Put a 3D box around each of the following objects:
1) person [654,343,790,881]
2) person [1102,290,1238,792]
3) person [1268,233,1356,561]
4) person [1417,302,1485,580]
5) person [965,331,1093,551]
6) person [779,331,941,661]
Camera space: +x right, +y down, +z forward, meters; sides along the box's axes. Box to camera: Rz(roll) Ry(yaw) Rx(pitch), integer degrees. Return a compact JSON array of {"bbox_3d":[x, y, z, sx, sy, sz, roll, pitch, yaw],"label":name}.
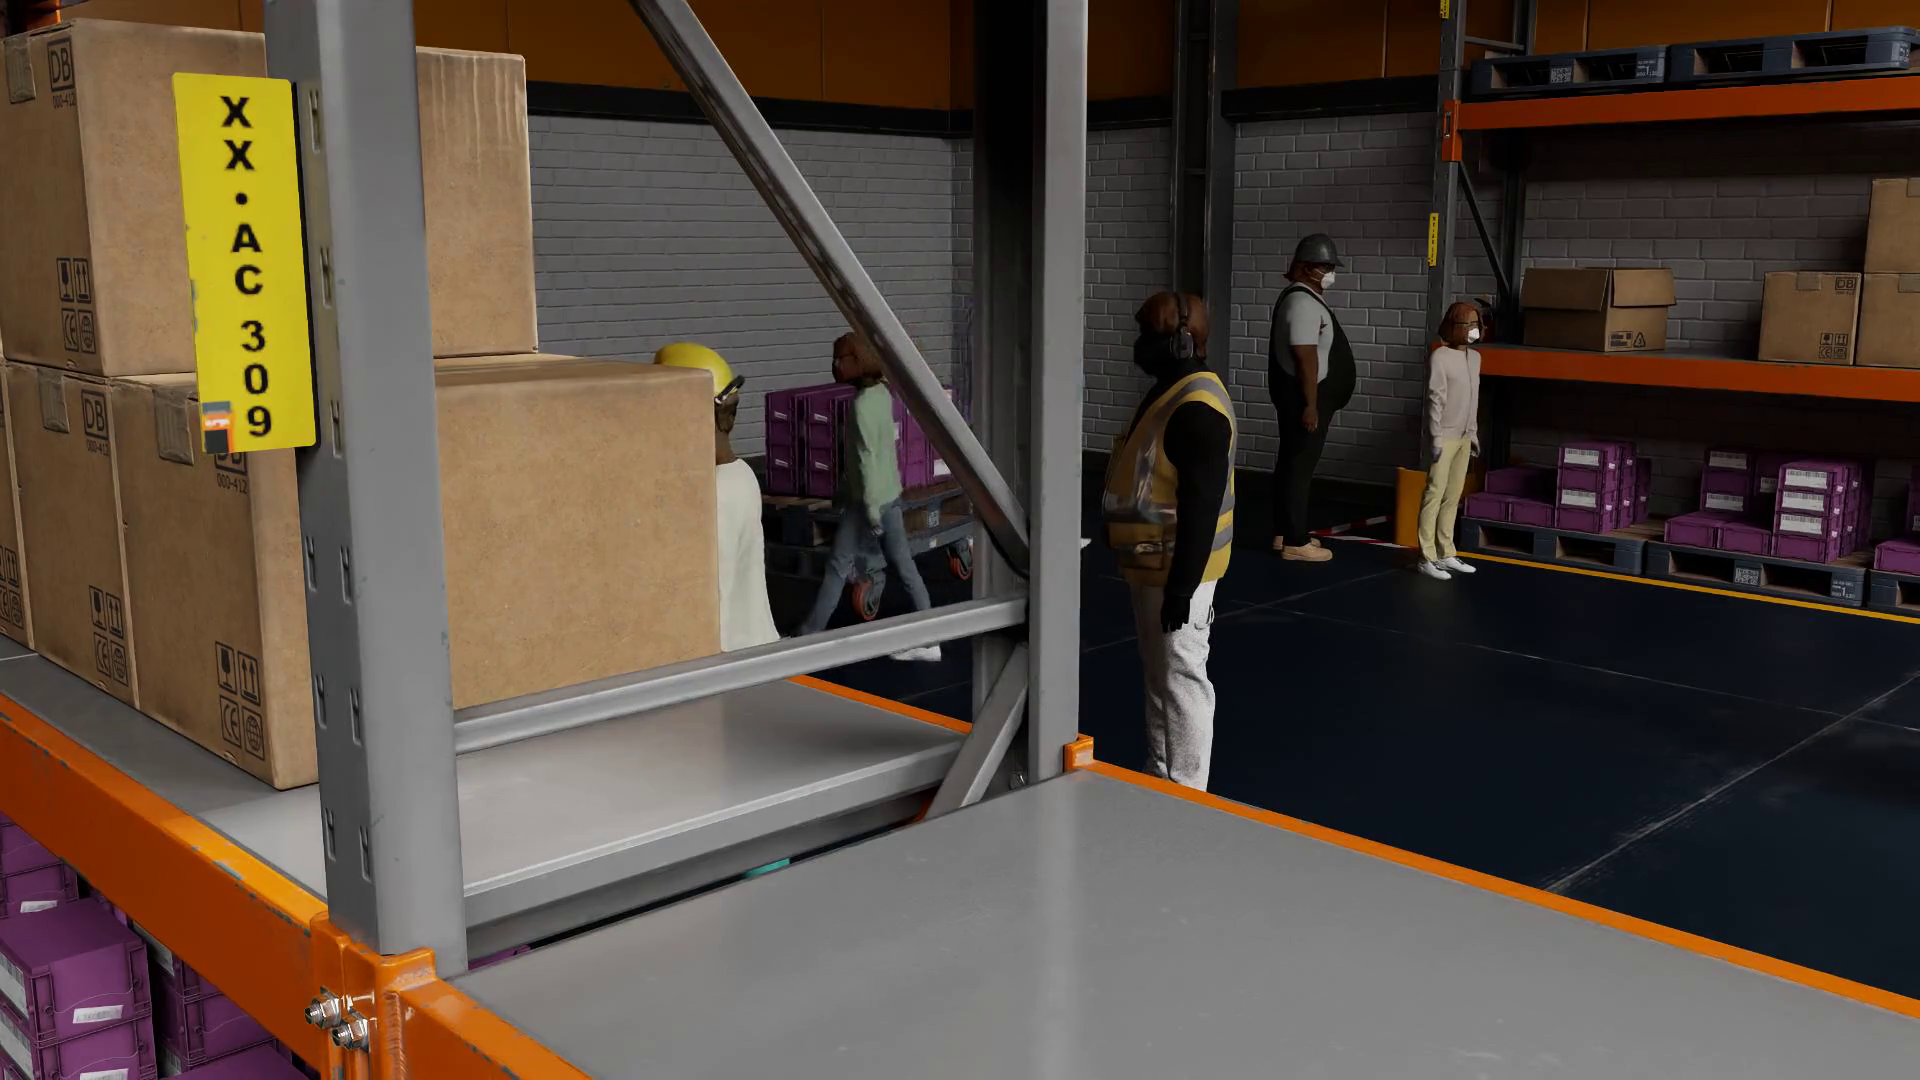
[{"bbox_3d":[-0.641,0.362,4.379,0.374,1.752,0.521,-1,10,-3],"label":"person"},{"bbox_3d":[0.687,0.099,5.551,0.429,1.844,0.627,-1,10,-5],"label":"person"},{"bbox_3d":[2.212,-0.901,10.460,0.535,2.000,0.688,1,10,3],"label":"person"},{"bbox_3d":[2.932,-0.593,9.886,0.498,1.634,0.282,-9,14,-42],"label":"person"},{"bbox_3d":[0.370,-0.800,10.389,0.974,1.854,0.666,3,11,14],"label":"person"},{"bbox_3d":[-0.486,-0.188,7.846,0.857,1.579,0.487,2,11,13],"label":"person"}]
